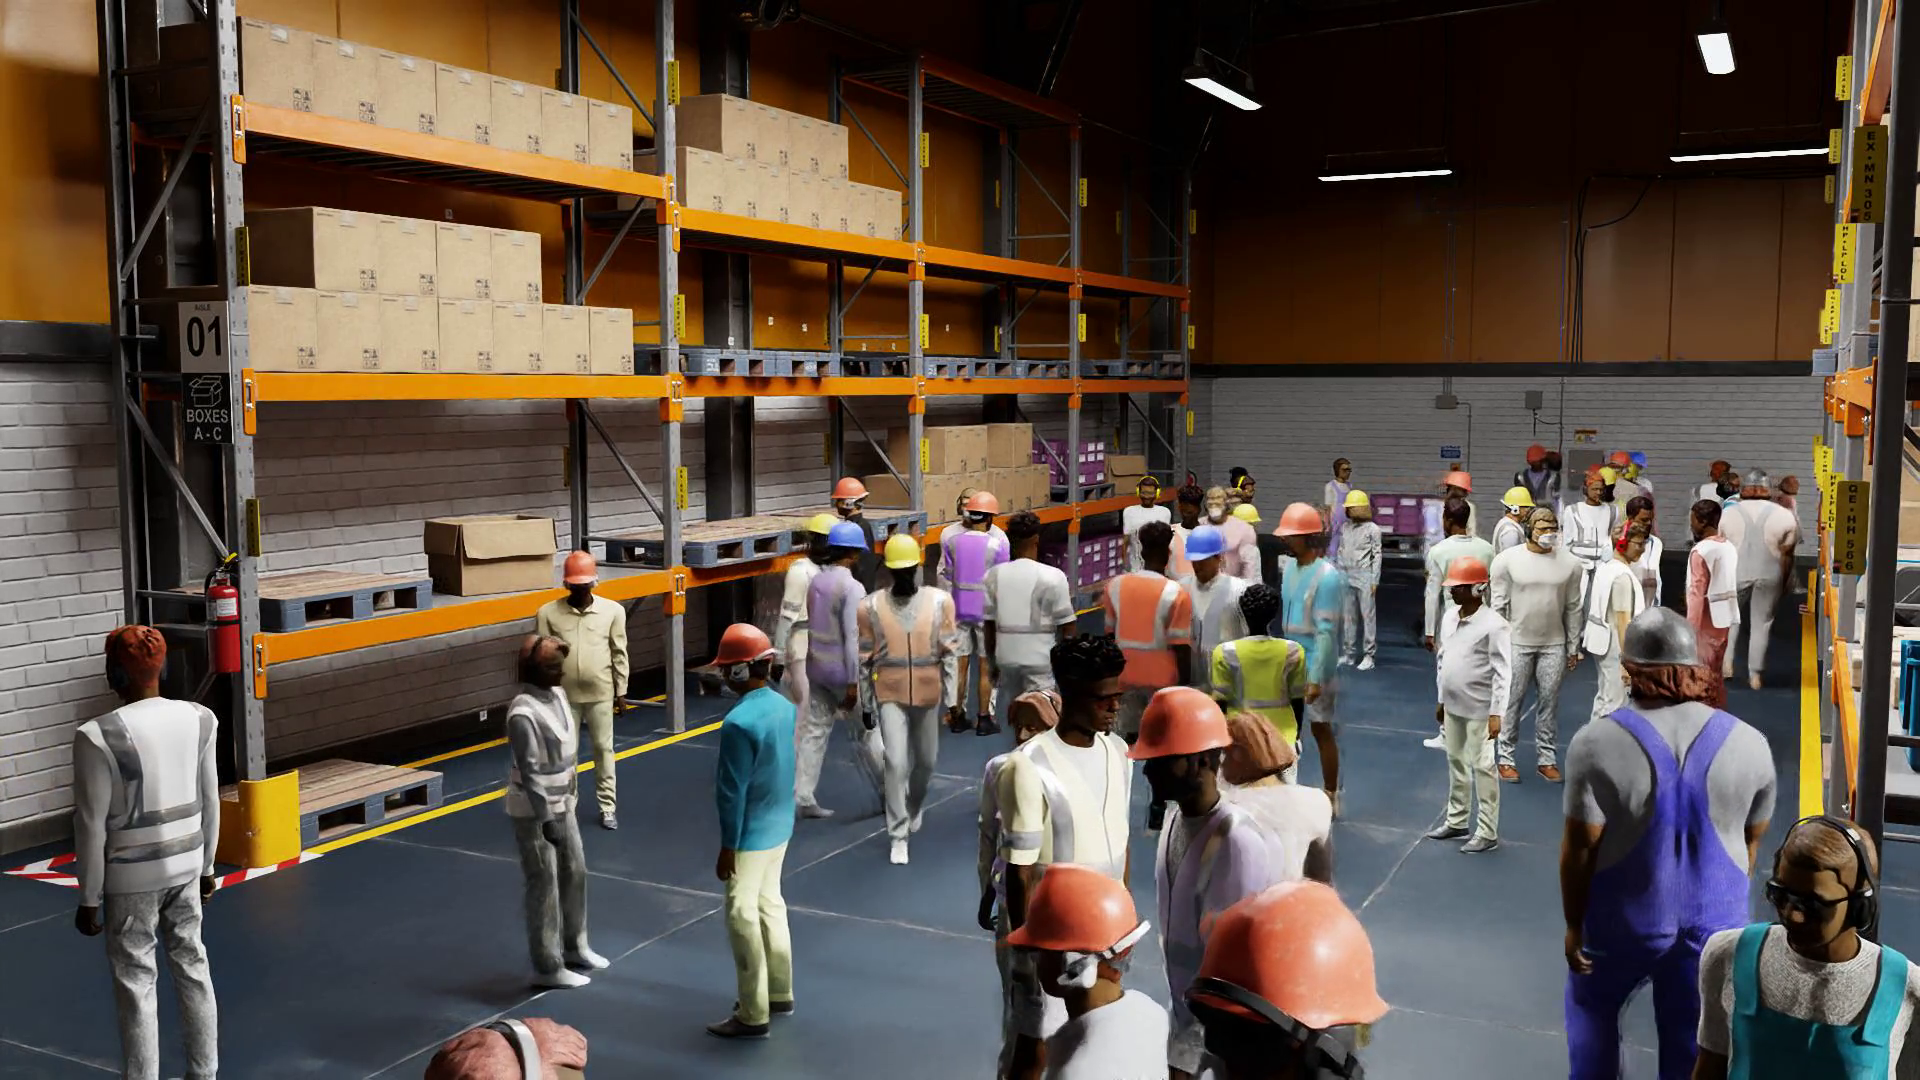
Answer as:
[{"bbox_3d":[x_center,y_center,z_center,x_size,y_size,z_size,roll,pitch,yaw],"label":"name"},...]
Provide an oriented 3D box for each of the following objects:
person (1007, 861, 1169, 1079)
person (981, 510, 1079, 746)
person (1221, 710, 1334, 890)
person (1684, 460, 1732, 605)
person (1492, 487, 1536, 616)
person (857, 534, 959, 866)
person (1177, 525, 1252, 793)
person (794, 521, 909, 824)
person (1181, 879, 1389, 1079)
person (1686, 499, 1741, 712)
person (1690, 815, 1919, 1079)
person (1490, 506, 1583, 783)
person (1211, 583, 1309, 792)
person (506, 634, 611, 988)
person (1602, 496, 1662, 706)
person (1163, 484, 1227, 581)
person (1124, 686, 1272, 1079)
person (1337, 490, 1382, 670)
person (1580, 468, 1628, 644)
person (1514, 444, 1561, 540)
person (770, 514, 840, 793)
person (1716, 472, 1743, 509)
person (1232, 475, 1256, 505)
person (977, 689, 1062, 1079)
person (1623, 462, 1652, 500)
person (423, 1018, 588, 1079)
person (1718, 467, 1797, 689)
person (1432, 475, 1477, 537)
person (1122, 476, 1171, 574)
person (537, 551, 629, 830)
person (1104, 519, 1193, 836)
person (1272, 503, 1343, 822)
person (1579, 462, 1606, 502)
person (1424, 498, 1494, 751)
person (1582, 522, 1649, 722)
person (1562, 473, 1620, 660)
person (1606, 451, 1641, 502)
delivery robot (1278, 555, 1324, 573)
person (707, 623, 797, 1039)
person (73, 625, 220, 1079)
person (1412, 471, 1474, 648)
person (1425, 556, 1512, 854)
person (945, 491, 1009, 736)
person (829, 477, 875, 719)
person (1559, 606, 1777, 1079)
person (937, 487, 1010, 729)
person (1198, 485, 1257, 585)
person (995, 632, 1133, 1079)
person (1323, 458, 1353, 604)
[{"bbox_3d":[0.269,1.549,3.544,0.335,1.751,0.573,2,6,19],"label":"person"},{"bbox_3d":[0.504,0.780,10.801,0.696,1.943,0.567,4,7,35],"label":"person"},{"bbox_3d":[1.079,1.410,5.821,0.503,1.612,0.560,0,5,-1],"label":"person"},{"bbox_3d":[9.055,-0.039,20.044,0.594,1.868,0.588,-5,7,-42],"label":"person"},{"bbox_3d":[5.111,0.417,15.376,0.404,1.824,0.586,1,5,14],"label":"person"},{"bbox_3d":[-0.313,0.895,9.829,0.589,1.899,0.811,-1,5,-8],"label":"person"},{"bbox_3d":[1.448,0.868,10.012,0.650,1.905,0.888,4,7,38],"label":"person"},{"bbox_3d":[-0.700,0.829,10.552,0.950,1.891,0.614,-4,7,-40],"label":"person"},{"bbox_3d":[0.455,1.512,2.465,0.422,2.032,0.617,-4,7,-36],"label":"person"},{"bbox_3d":[5.600,0.651,12.409,0.601,1.906,0.386,-5,7,-44],"label":"person"},{"bbox_3d":[1.847,1.497,3.641,0.506,1.841,0.344,4,6,35],"label":"person"},{"bbox_3d":[3.970,0.728,11.478,0.635,1.932,0.363,0,5,2],"label":"person"},{"bbox_3d":[1.597,1.078,8.916,0.532,1.696,0.319,0,5,-4],"label":"person"},{"bbox_3d":[-1.871,1.231,7.594,0.385,1.627,0.528,1,5,9],"label":"person"},{"bbox_3d":[5.195,0.609,12.869,0.598,1.907,0.409,-3,6,-30],"label":"person"},{"bbox_3d":[1.870,0.517,13.548,0.609,1.956,0.392,0,5,3],"label":"person"},{"bbox_3d":[0.624,1.368,4.719,0.884,1.898,0.565,-2,6,-20],"label":"person"},{"bbox_3d":[3.850,0.385,16.131,0.317,1.740,0.492,-4,7,-38],"label":"person"},{"bbox_3d":[6.849,0.175,17.687,0.592,1.869,0.996,5,7,43],"label":"person"},{"bbox_3d":[7.845,-0.330,22.582,0.620,1.994,0.875,3,6,30],"label":"person"},{"bbox_3d":[-1.037,0.763,11.304,0.532,1.878,0.630,1,5,10],"label":"person"},{"bbox_3d":[8.227,0.187,17.813,0.429,1.829,0.638,3,6,31],"label":"person"},{"bbox_3d":[2.818,0.274,16.745,0.344,1.856,0.525,2,6,21],"label":"person"},{"bbox_3d":[0.301,1.361,6.166,0.521,1.639,0.311,3,6,29],"label":"person"},{"bbox_3d":[8.324,-0.079,20.760,0.441,1.804,0.603,-4,7,-36],"label":"person"},{"bbox_3d":[-0.608,1.594,2.281,0.638,1.902,0.406,4,7,37],"label":"person"},{"bbox_3d":[7.252,0.322,15.209,0.690,2.000,0.611,2,6,25],"label":"person"},{"bbox_3d":[5.759,0.085,19.457,0.571,1.726,0.728,2,6,24],"label":"person"},{"bbox_3d":[1.852,0.290,16.503,0.521,1.865,0.328,-1,5,-6],"label":"person"},{"bbox_3d":[-2.333,0.930,10.276,0.568,1.741,0.354,-1,5,-11],"label":"person"},{"bbox_3d":[1.114,0.847,10.065,0.627,1.944,0.563,4,7,36],"label":"person"},{"bbox_3d":[2.085,0.782,10.340,0.737,2.016,0.629,-2,6,-19],"label":"person"},{"bbox_3d":[8.328,-0.161,22.002,0.499,1.735,0.577,0,5,-3],"label":"person"},{"bbox_3d":[3.761,0.639,12.531,0.581,1.911,0.392,-2,6,-22],"label":"person"},{"bbox_3d":[4.421,0.792,11.235,0.388,1.838,0.563,1,5,8],"label":"person"},{"bbox_3d":[6.313,0.270,16.651,0.576,1.880,0.351,0,5,1],"label":"person"},{"bbox_3d":[7.679,-0.047,19.492,0.409,1.985,0.627,-5,7,-43],"label":"person"},{"bbox_3d":[4.646,0.328,22.551,0.477,0.478,0.707,-3,6,-31],"label":"delivery robot"},{"bbox_3d":[-0.899,1.224,7.117,0.354,1.737,0.576,2,6,17],"label":"person"},{"bbox_3d":[-2.997,1.247,6.172,0.352,1.878,0.567,3,6,26],"label":"person"},{"bbox_3d":[4.879,0.245,16.789,0.568,1.898,0.557,-2,6,-23],"label":"person"},{"bbox_3d":[2.996,0.963,9.841,0.343,1.749,0.573,-2,6,-21],"label":"person"},{"bbox_3d":[0.149,0.579,13.082,0.553,1.923,0.392,2,6,25],"label":"person"},{"bbox_3d":[-0.892,0.477,13.784,0.388,1.992,0.625,0,5,4],"label":"person"},{"bbox_3d":[2.335,1.217,5.578,0.687,2.000,0.539,1,5,7],"label":"person"},{"bbox_3d":[0.089,0.545,13.343,0.635,1.939,0.359,3,6,30],"label":"person"},{"bbox_3d":[2.178,0.493,14.018,0.659,1.914,0.618,2,6,16],"label":"person"},{"bbox_3d":[0.368,1.269,5.492,0.377,1.959,0.608,5,7,44],"label":"person"},{"bbox_3d":[4.773,-0.115,20.951,0.506,1.846,0.348,-5,7,-41],"label":"person"}]
